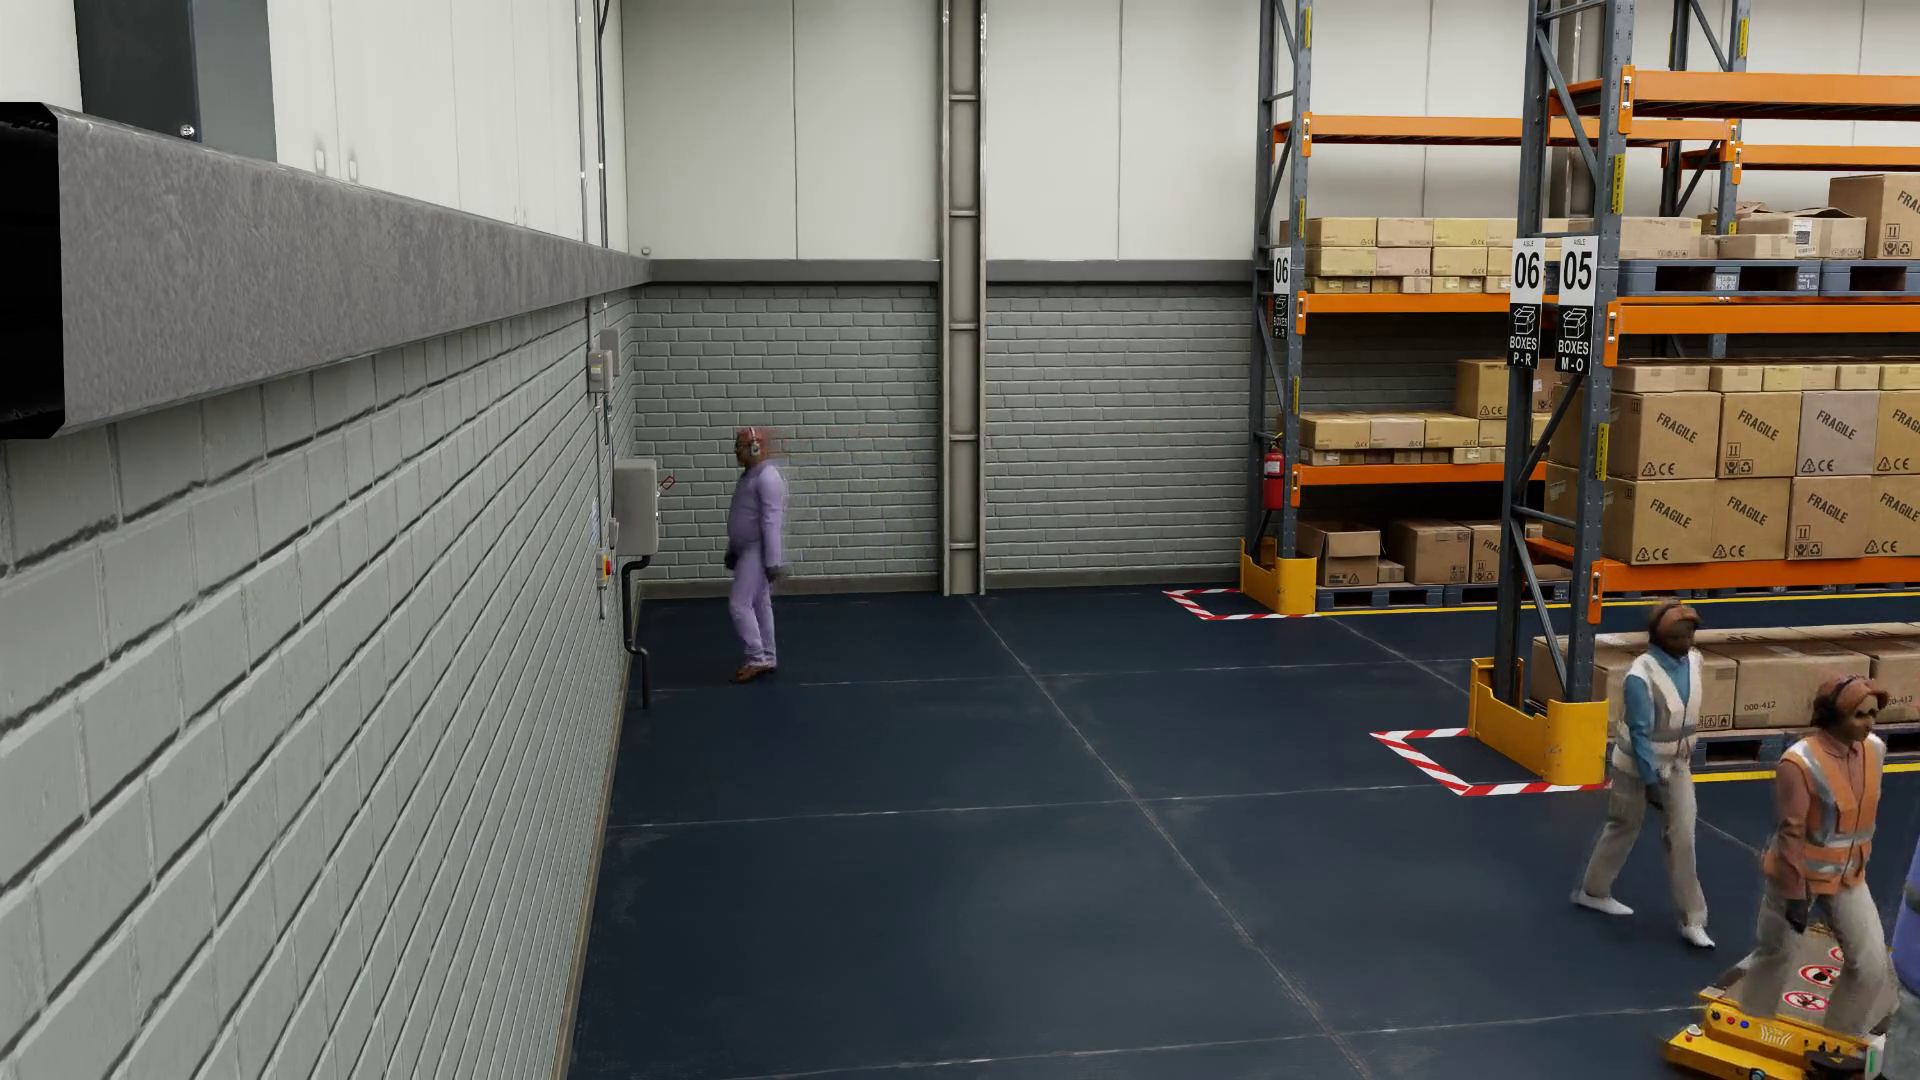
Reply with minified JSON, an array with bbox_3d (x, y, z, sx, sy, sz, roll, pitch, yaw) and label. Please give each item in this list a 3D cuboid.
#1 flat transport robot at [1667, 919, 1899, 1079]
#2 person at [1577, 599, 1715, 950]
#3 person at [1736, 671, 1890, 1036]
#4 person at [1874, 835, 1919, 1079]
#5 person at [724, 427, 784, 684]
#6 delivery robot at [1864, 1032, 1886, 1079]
[{"bbox_3d":[3.416,1.843,6.569,0.652,0.197,1.431,9,13,44],"label":"flat transport robot"},{"bbox_3d":[3.158,1.027,7.543,0.533,1.582,0.734,-4,10,-25],"label":"person"},{"bbox_3d":[3.158,1.253,6.096,0.559,1.606,0.585,-4,10,-23],"label":"person"},{"bbox_3d":[2.961,1.289,5.072,0.919,1.891,0.565,5,10,28],"label":"person"},{"bbox_3d":[-1.598,0.105,12.317,0.556,1.890,0.656,-3,10,-17],"label":"person"},{"bbox_3d":[3.429,1.787,5.757,0.707,0.478,0.477,-8,12,-41],"label":"delivery robot"}]
